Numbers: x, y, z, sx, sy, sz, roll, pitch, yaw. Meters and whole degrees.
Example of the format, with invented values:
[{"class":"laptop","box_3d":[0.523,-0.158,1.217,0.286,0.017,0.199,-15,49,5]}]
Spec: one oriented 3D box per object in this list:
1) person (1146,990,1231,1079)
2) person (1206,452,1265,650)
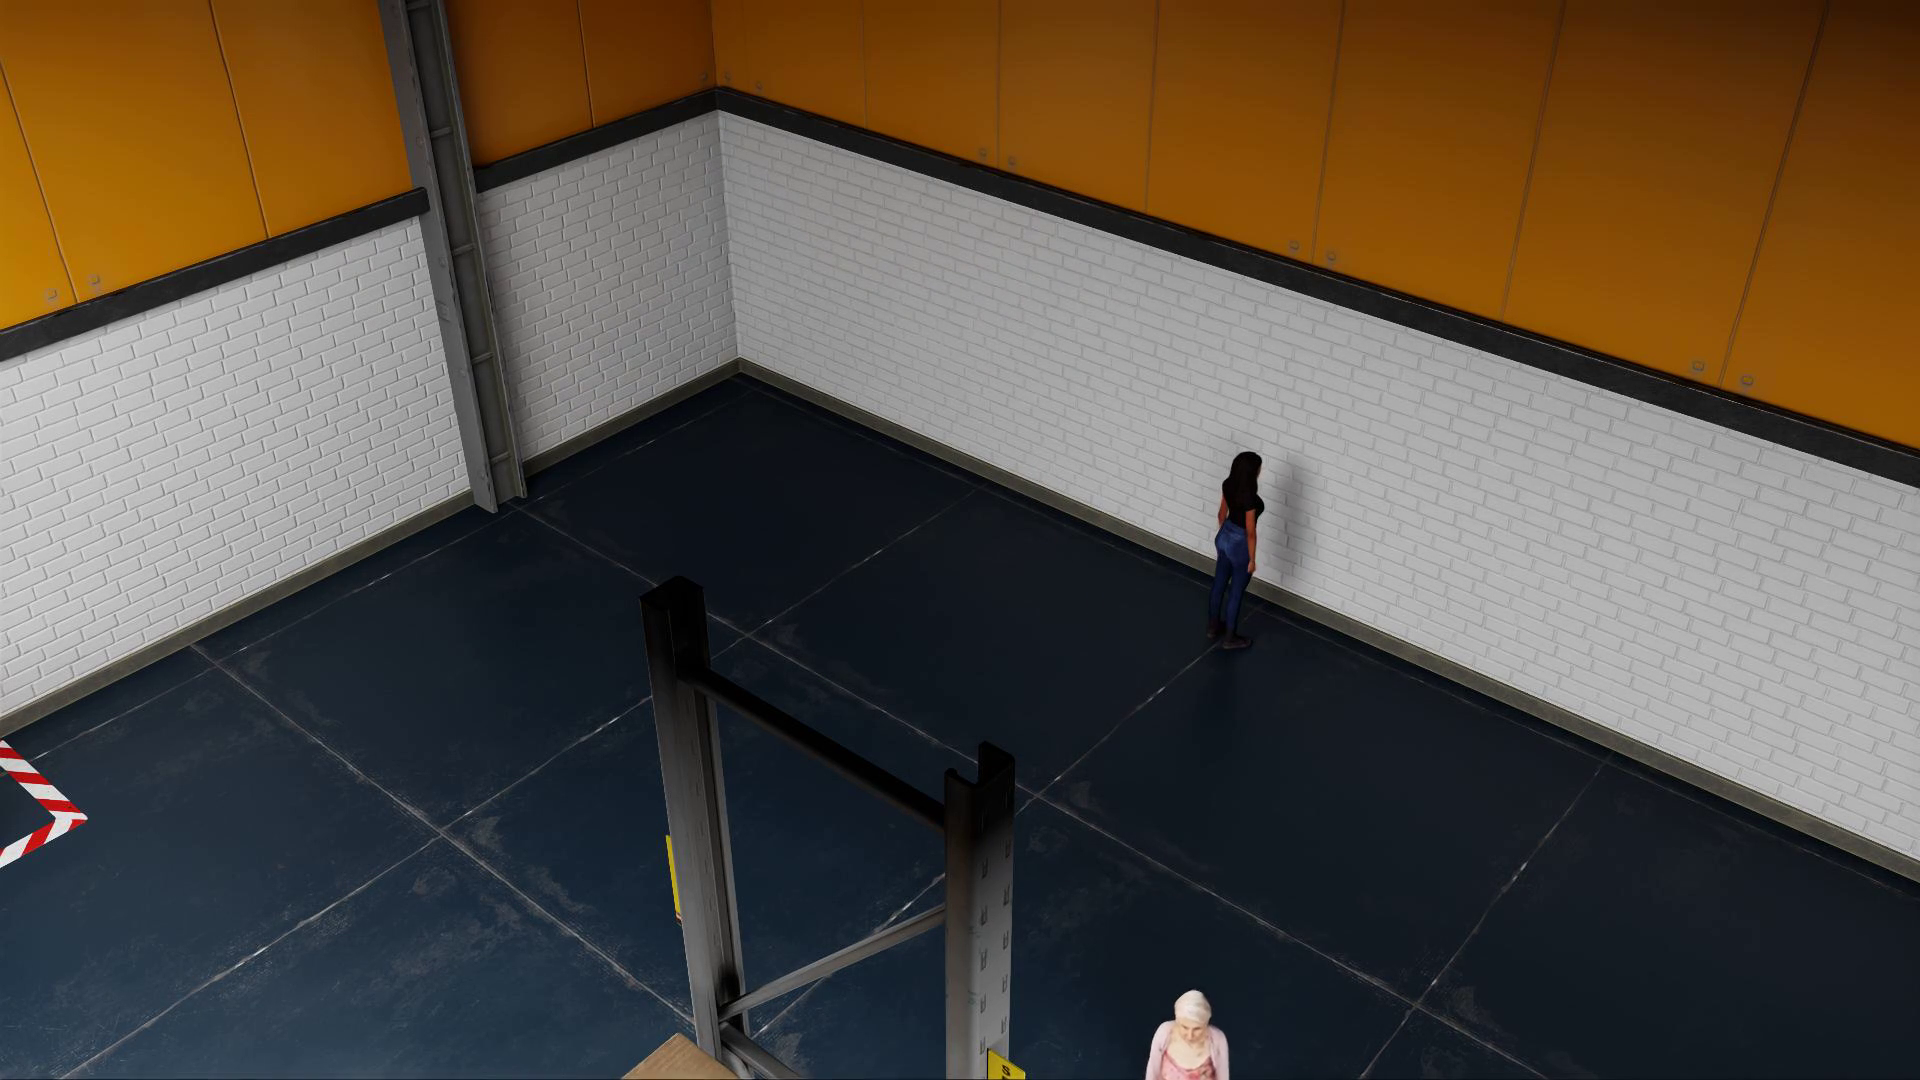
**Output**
[{"class":"person","box_3d":[1.199,2.935,8.872,0.927,1.666,1.027,0,34,0]},{"class":"person","box_3d":[2.166,0.072,13.114,0.645,1.738,0.645,-17,37,-23]}]
